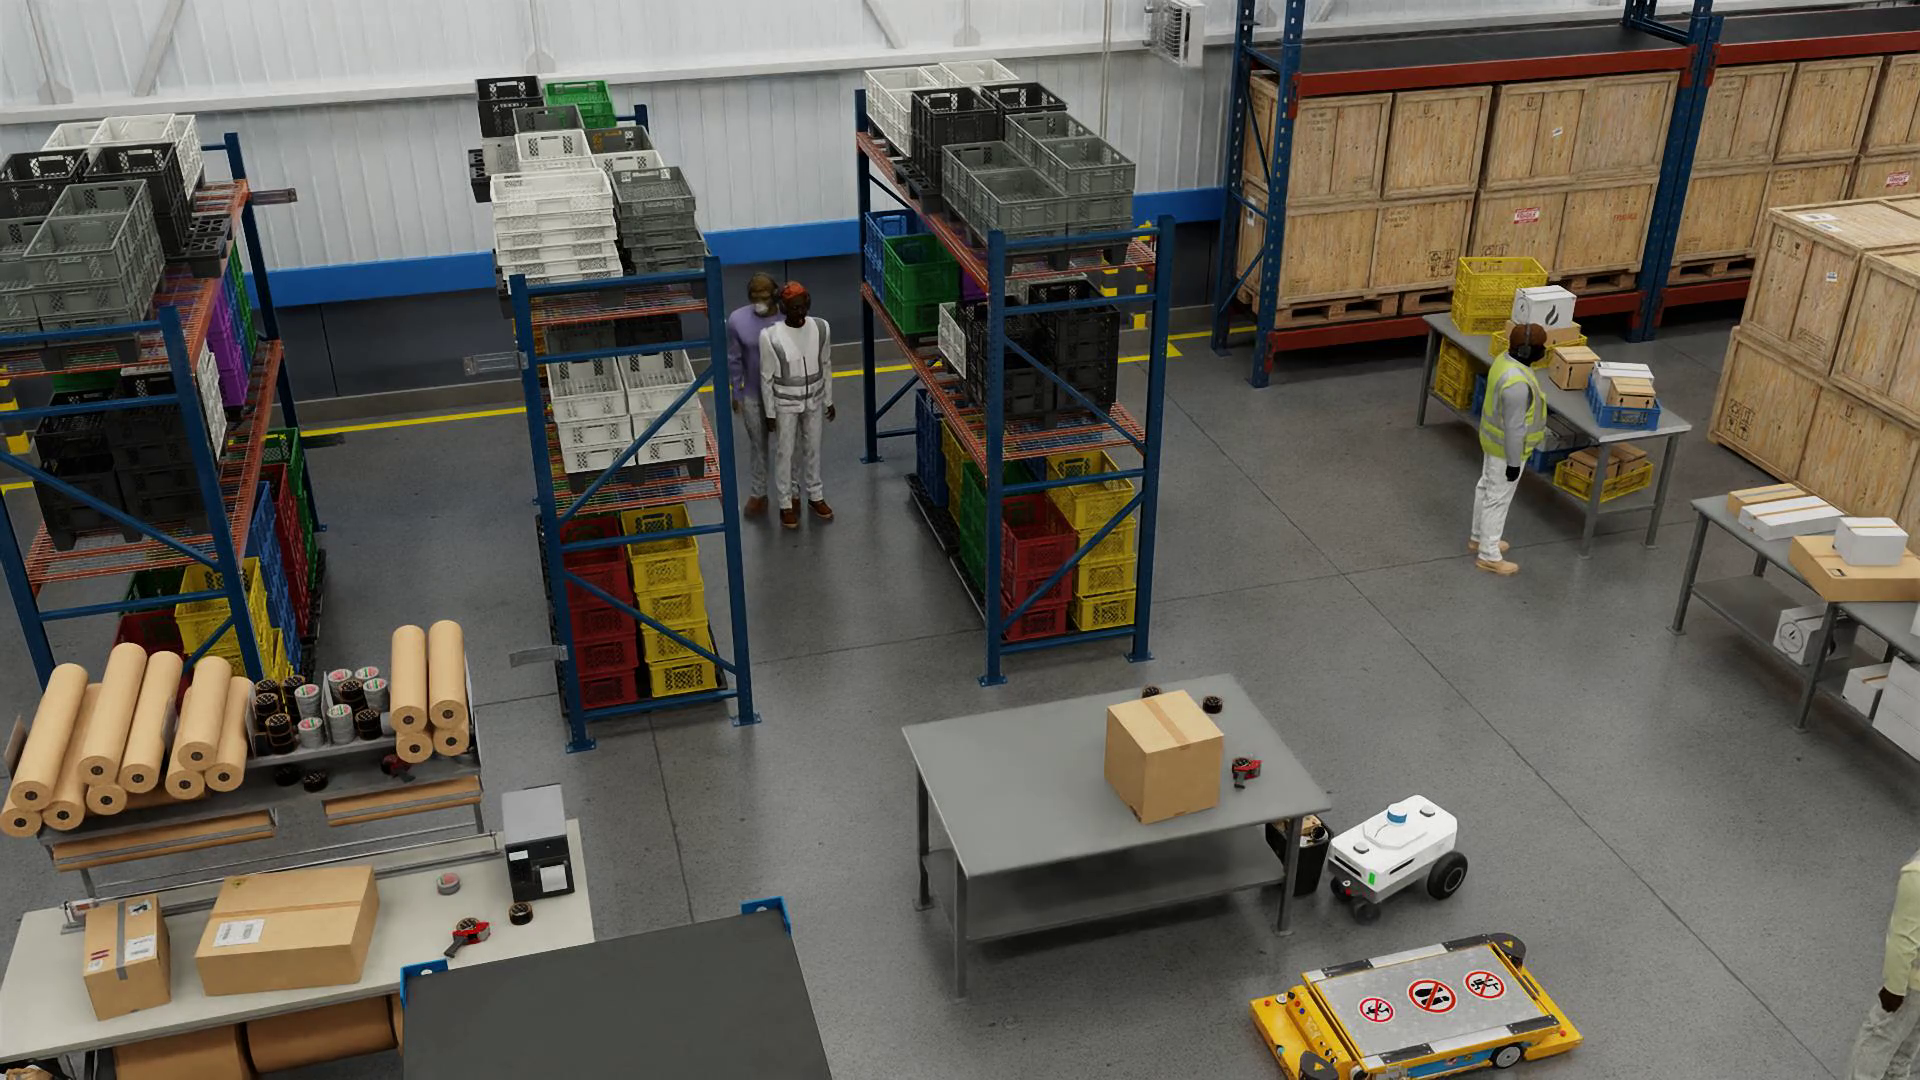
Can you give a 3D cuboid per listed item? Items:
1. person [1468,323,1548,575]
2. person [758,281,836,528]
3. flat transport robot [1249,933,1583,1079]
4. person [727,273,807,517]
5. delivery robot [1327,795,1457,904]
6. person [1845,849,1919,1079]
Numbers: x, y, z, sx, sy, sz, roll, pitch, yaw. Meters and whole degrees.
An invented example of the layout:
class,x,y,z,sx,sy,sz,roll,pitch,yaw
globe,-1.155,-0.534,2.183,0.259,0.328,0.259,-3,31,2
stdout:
class,x,y,z,sx,sy,sz,roll,pitch,yaw
person,3.869,-0.660,11.715,0.429,1.844,0.625,3,29,6
person,-1.190,-1.003,12.298,0.574,1.883,0.356,-16,33,-27
flat transport robot,2.184,2.282,7.980,1.431,0.197,0.652,-8,30,-14
person,-1.410,-1.075,12.371,0.635,1.936,0.354,5,29,9
delivery robot,2.287,1.618,8.802,0.707,0.478,0.477,-19,34,-31
person,4.221,1.822,7.203,0.600,1.836,0.404,-16,32,-26
